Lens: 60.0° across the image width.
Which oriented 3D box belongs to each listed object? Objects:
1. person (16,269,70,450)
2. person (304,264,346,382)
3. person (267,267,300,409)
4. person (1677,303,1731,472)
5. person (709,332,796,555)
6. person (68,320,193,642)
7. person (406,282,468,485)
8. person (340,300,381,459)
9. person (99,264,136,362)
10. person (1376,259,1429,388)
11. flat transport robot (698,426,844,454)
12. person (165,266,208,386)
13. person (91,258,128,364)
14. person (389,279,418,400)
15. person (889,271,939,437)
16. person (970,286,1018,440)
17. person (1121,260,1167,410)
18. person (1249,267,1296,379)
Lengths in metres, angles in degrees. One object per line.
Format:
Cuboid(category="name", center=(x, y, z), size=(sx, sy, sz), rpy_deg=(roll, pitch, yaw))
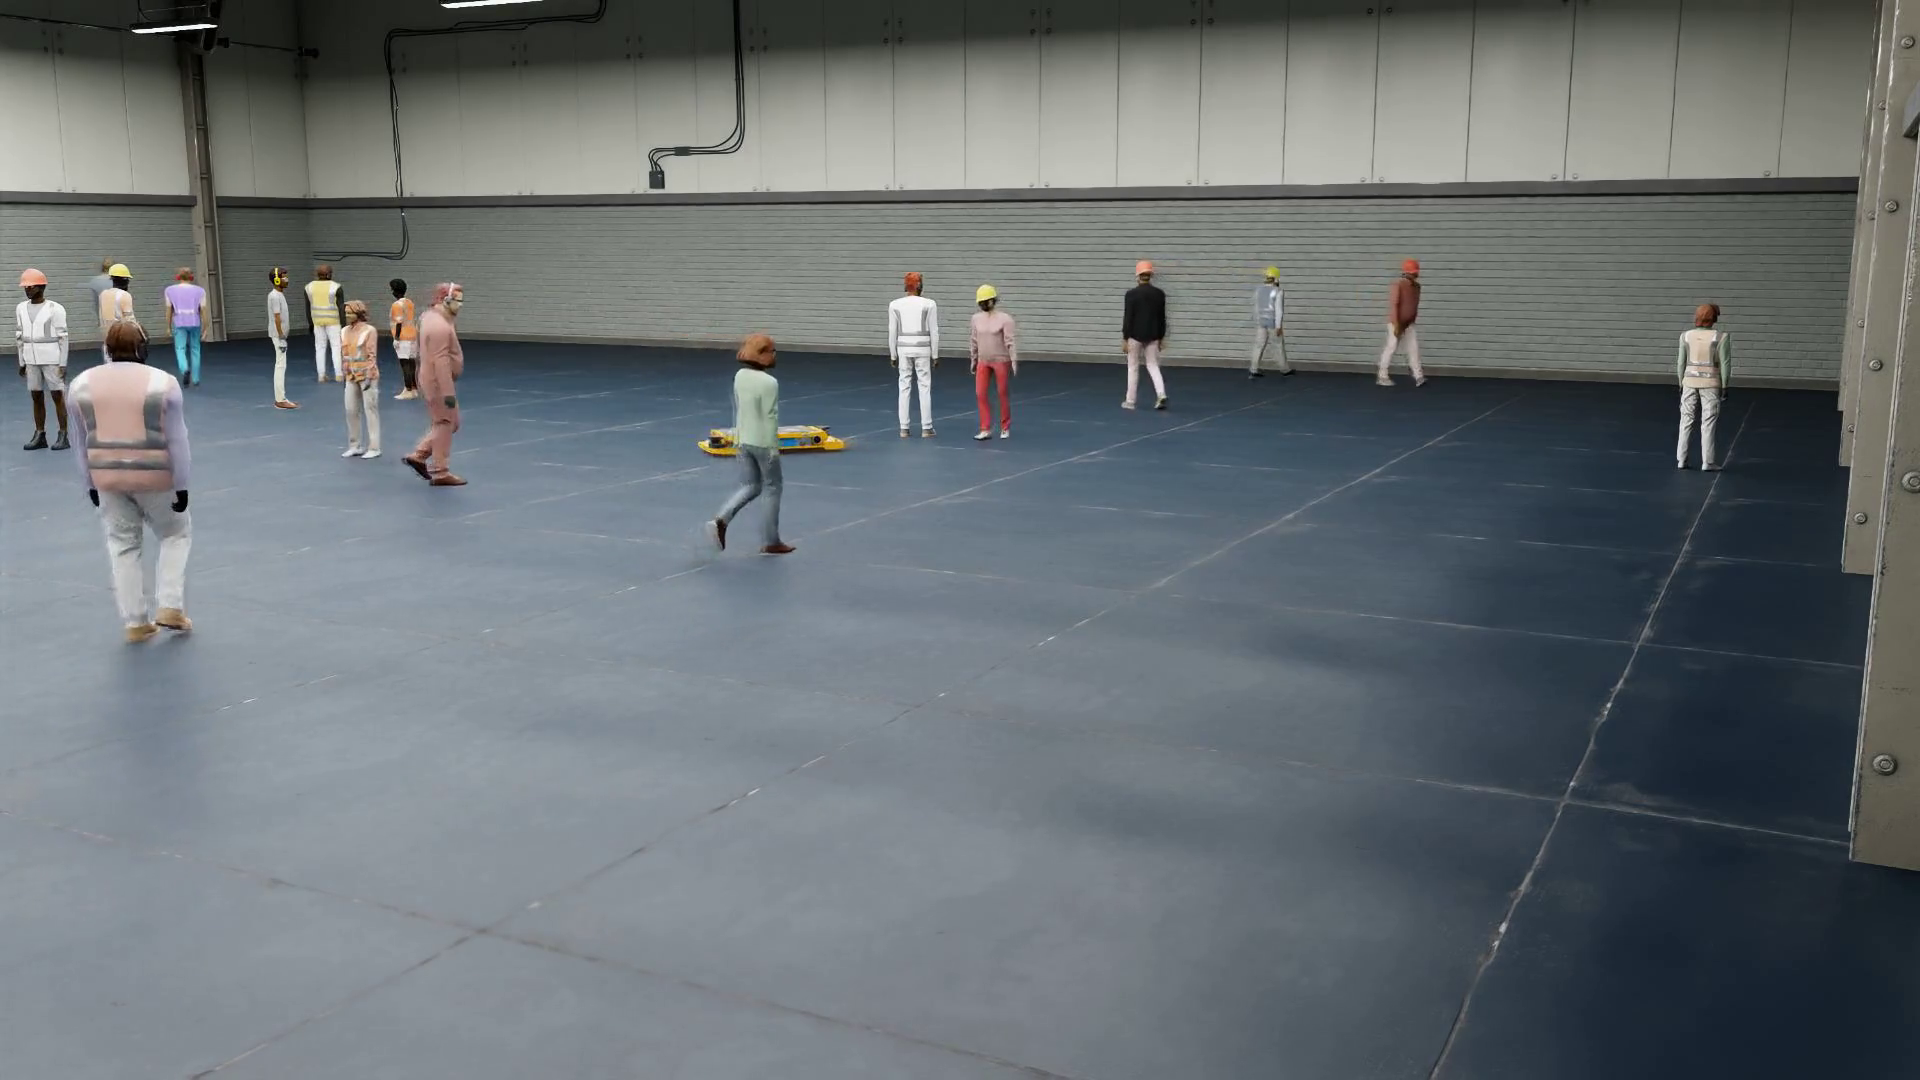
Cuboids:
Cuboid(category="person", center=(-9.834, -1.925, 17.816), size=(0.542, 1.939, 0.366), rpy_deg=(1, 10, 4))
Cuboid(category="person", center=(-9.954, -3.411, 26.189), size=(0.633, 1.841, 0.429), rpy_deg=(1, 10, 3))
Cuboid(category="person", center=(-9.028, -2.684, 22.145), size=(0.327, 1.874, 0.518), rpy_deg=(-4, 11, -22))
Cuboid(category="person", center=(7.250, -1.488, 16.242), size=(0.307, 1.645, 0.514), rpy_deg=(-9, 14, -41))
Cuboid(category="person", center=(-1.481, -0.671, 11.858), size=(0.585, 1.611, 0.509), rpy_deg=(-9, 14, -40))
Cuboid(category="person", center=(-4.659, -0.326, 9.423), size=(0.628, 1.829, 0.453), rpy_deg=(-1, 10, -7))
Cuboid(category="person", center=(-4.753, -1.409, 15.188), size=(0.511, 1.872, 0.694), rpy_deg=(-4, 11, -18))
Cuboid(category="person", center=(-6.193, -1.655, 17.195), size=(0.528, 1.634, 0.328), rpy_deg=(5, 12, 26))
Cuboid(category="person", center=(-10.932, -2.629, 21.694), size=(0.593, 1.922, 0.377), rpy_deg=(5, 12, 27))
Cuboid(category="person", center=(6.740, -3.266, 25.140), size=(0.658, 1.922, 1.040), rpy_deg=(-6, 12, -29))
Cuboid(category="flat transport robot", center=(-2.020, -1.074, 17.728), size=(1.431, 0.197, 0.652), rpy_deg=(-4, 11, -20))
Cuboid(category="person", center=(-11.726, -3.236, 25.250), size=(0.589, 1.829, 0.624), rpy_deg=(-5, 12, -28))
Cuboid(category="person", center=(-13.653, -3.595, 26.969), size=(0.659, 1.916, 0.787), rpy_deg=(1, 10, 6))
Cuboid(category="person", center=(-7.802, -2.811, 23.316), size=(0.321, 1.694, 0.529), rpy_deg=(1, 10, 3))
Cuboid(category="person", center=(-0.520, -2.111, 18.981), size=(0.572, 1.886, 0.354), rpy_deg=(2, 11, 10))
Cuboid(category="person", center=(0.361, -1.977, 18.649), size=(0.649, 1.721, 0.771), rpy_deg=(5, 12, 25))
Cuboid(category="person", center=(2.422, -2.689, 21.887), size=(0.641, 1.986, 0.673), rpy_deg=(-4, 11, -22))
Cuboid(category="person", center=(5.022, -3.482, 26.733), size=(0.852, 1.789, 0.614), rpy_deg=(-7, 13, -34))
